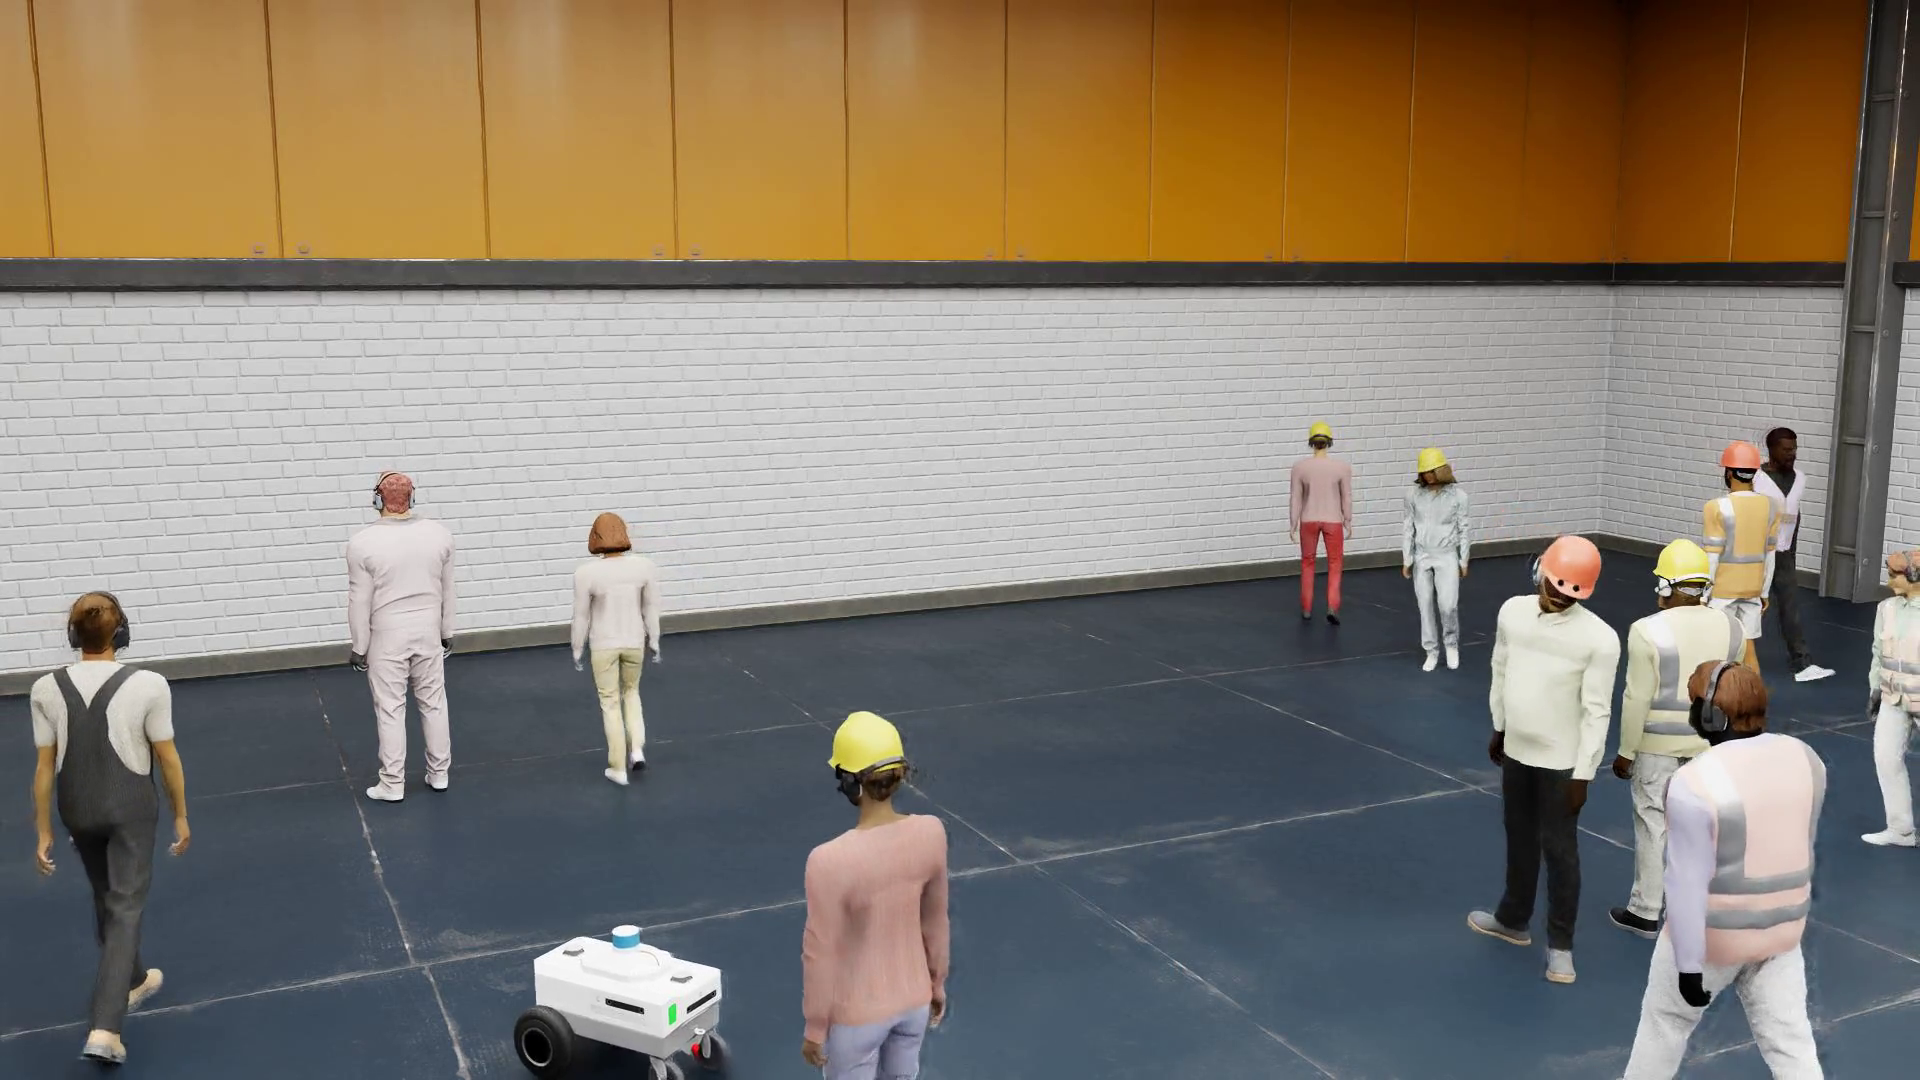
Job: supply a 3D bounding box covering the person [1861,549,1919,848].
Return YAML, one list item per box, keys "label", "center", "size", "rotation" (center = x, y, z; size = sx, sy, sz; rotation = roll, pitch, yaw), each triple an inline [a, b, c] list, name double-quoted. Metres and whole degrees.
- label: "person"
  center: [4.984, 0.864, 8.567]
  size: [0.351, 1.610, 0.645]
  rotation: [-4, 10, -21]

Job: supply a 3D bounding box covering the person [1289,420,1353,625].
- label: "person"
  center: [3.117, -0.147, 14.396]
  size: [0.535, 1.783, 0.395]
  rotation: [3, 10, 17]

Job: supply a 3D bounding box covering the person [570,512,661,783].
- label: "person"
  center: [-2.053, 0.637, 9.890]
  size: [0.530, 1.617, 0.352]
  rotation: [-6, 11, -31]

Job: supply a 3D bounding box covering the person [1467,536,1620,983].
- label: "person"
  center: [2.484, 0.912, 7.243]
  size: [0.403, 1.951, 0.786]
  rotation: [-5, 10, -27]

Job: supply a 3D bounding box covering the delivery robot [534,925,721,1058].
- label: "delivery robot"
  center: [-1.257, 1.705, 6.297]
  size: [0.707, 0.478, 0.477]
  rotation: [5, 10, 28]

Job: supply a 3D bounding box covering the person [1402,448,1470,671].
- label: "person"
  center: [3.598, 0.159, 12.604]
  size: [0.496, 1.718, 0.429]
  rotation: [4, 10, 26]

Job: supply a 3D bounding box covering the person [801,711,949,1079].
- label: "person"
  center: [-0.218, 1.378, 4.927]
  size: [0.527, 1.752, 0.520]
  rotation: [-8, 12, -42]

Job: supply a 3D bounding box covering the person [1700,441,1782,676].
- label: "person"
  center: [5.059, 0.318, 10.914]
  size: [0.552, 1.935, 0.360]
  rotation: [-2, 9, -13]

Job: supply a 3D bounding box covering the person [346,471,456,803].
- label: "person"
  center: [-3.213, 0.551, 9.564]
  size: [0.643, 1.909, 0.410]
  rotation: [-9, 13, -44]

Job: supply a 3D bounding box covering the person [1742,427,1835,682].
- label: "person"
  center: [6.066, 0.123, 12.279]
  size: [0.620, 1.880, 0.917]
  rotation: [-3, 10, -18]

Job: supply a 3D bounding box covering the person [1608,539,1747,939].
- label: "person"
  center: [3.249, 0.905, 7.593]
  size: [0.600, 1.831, 0.404]
  rotation: [-3, 9, -15]

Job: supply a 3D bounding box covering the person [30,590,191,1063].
- label: "person"
  center: [-3.339, 1.099, 6.510]
  size: [0.526, 1.810, 0.943]
  rotation: [-1, 9, -6]

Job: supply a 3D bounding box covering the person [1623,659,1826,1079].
- label: "person"
  center: [2.533, 1.278, 5.444]
  size: [0.632, 1.794, 0.976]
  rotation: [-3, 10, -18]
